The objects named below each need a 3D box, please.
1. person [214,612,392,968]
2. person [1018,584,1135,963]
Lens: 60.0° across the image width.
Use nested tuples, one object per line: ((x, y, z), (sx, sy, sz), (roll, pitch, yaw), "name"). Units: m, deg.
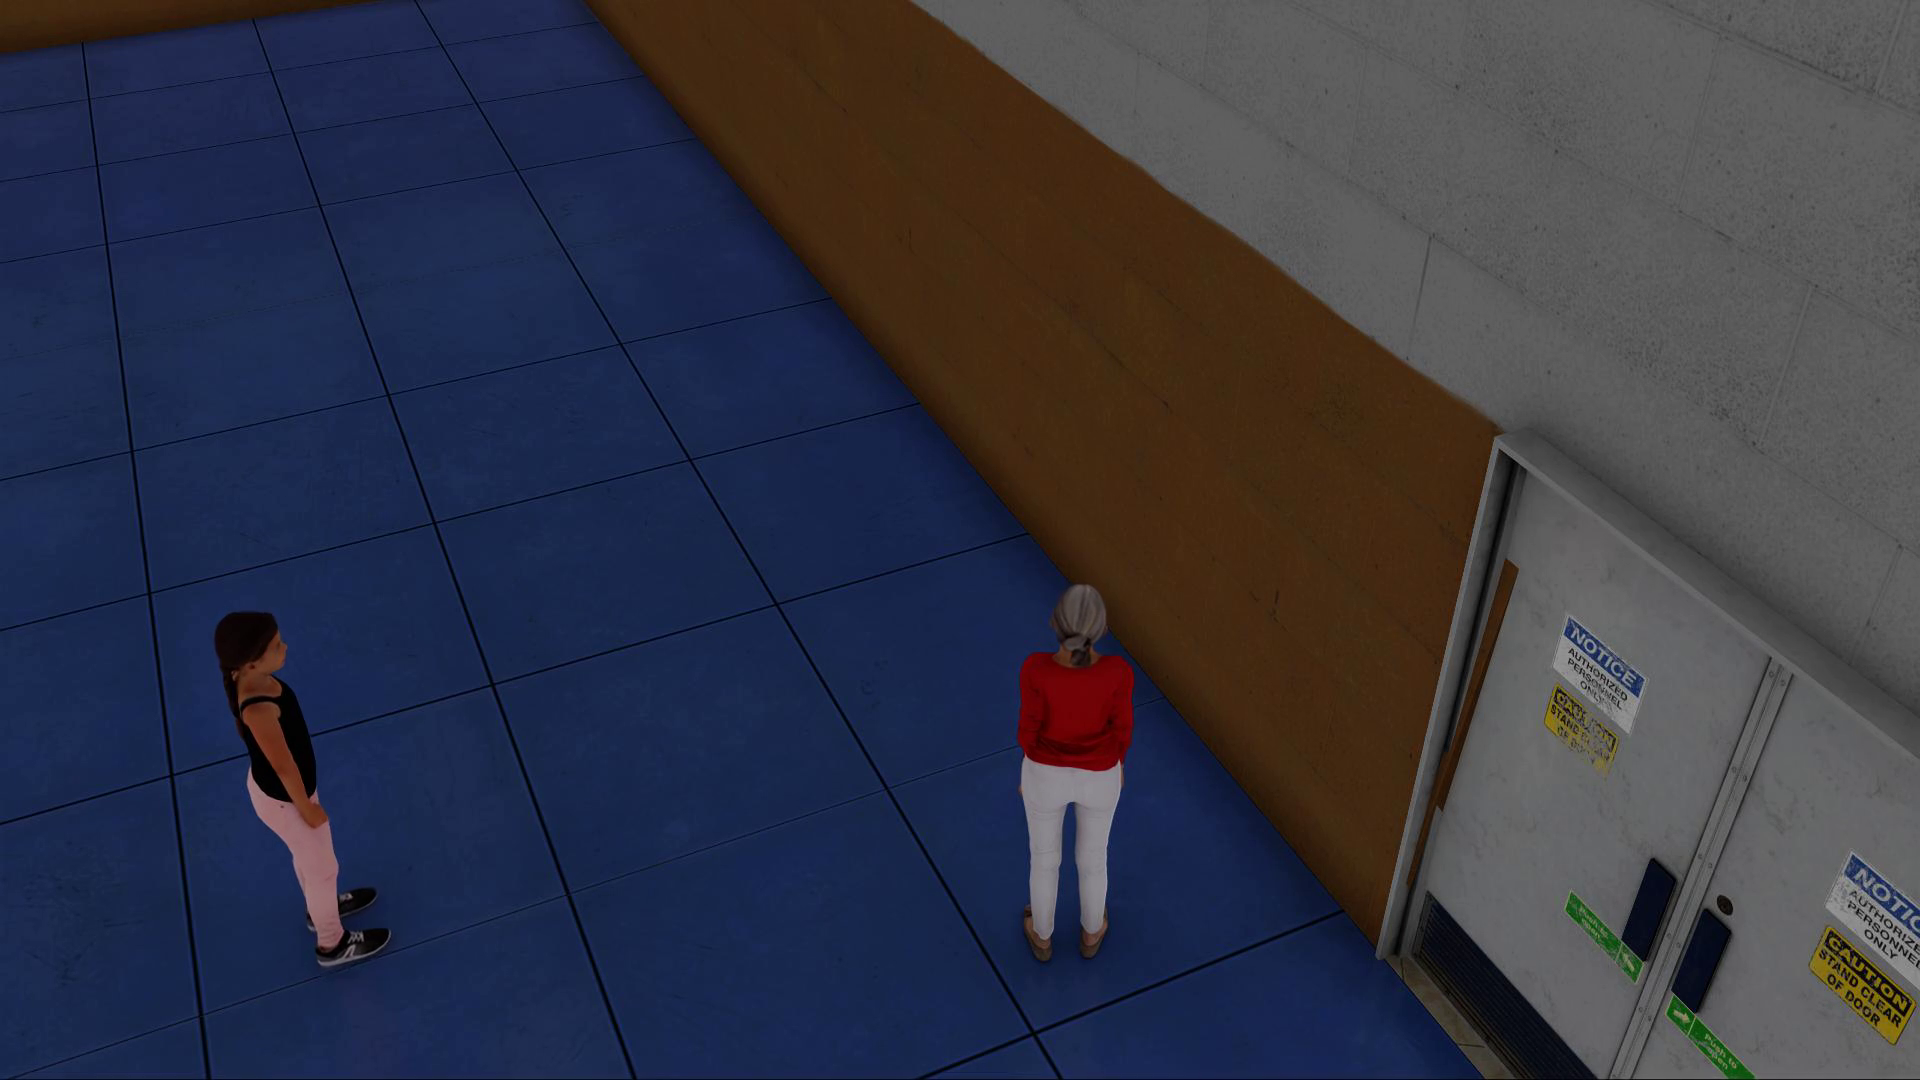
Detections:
((-2.329, 0.869, 5.762), (0.540, 1.563, 0.535), (-20, 41, -24), "person")
((0.385, 0.823, 5.714), (0.596, 1.694, 0.690), (0, 37, -1), "person")
